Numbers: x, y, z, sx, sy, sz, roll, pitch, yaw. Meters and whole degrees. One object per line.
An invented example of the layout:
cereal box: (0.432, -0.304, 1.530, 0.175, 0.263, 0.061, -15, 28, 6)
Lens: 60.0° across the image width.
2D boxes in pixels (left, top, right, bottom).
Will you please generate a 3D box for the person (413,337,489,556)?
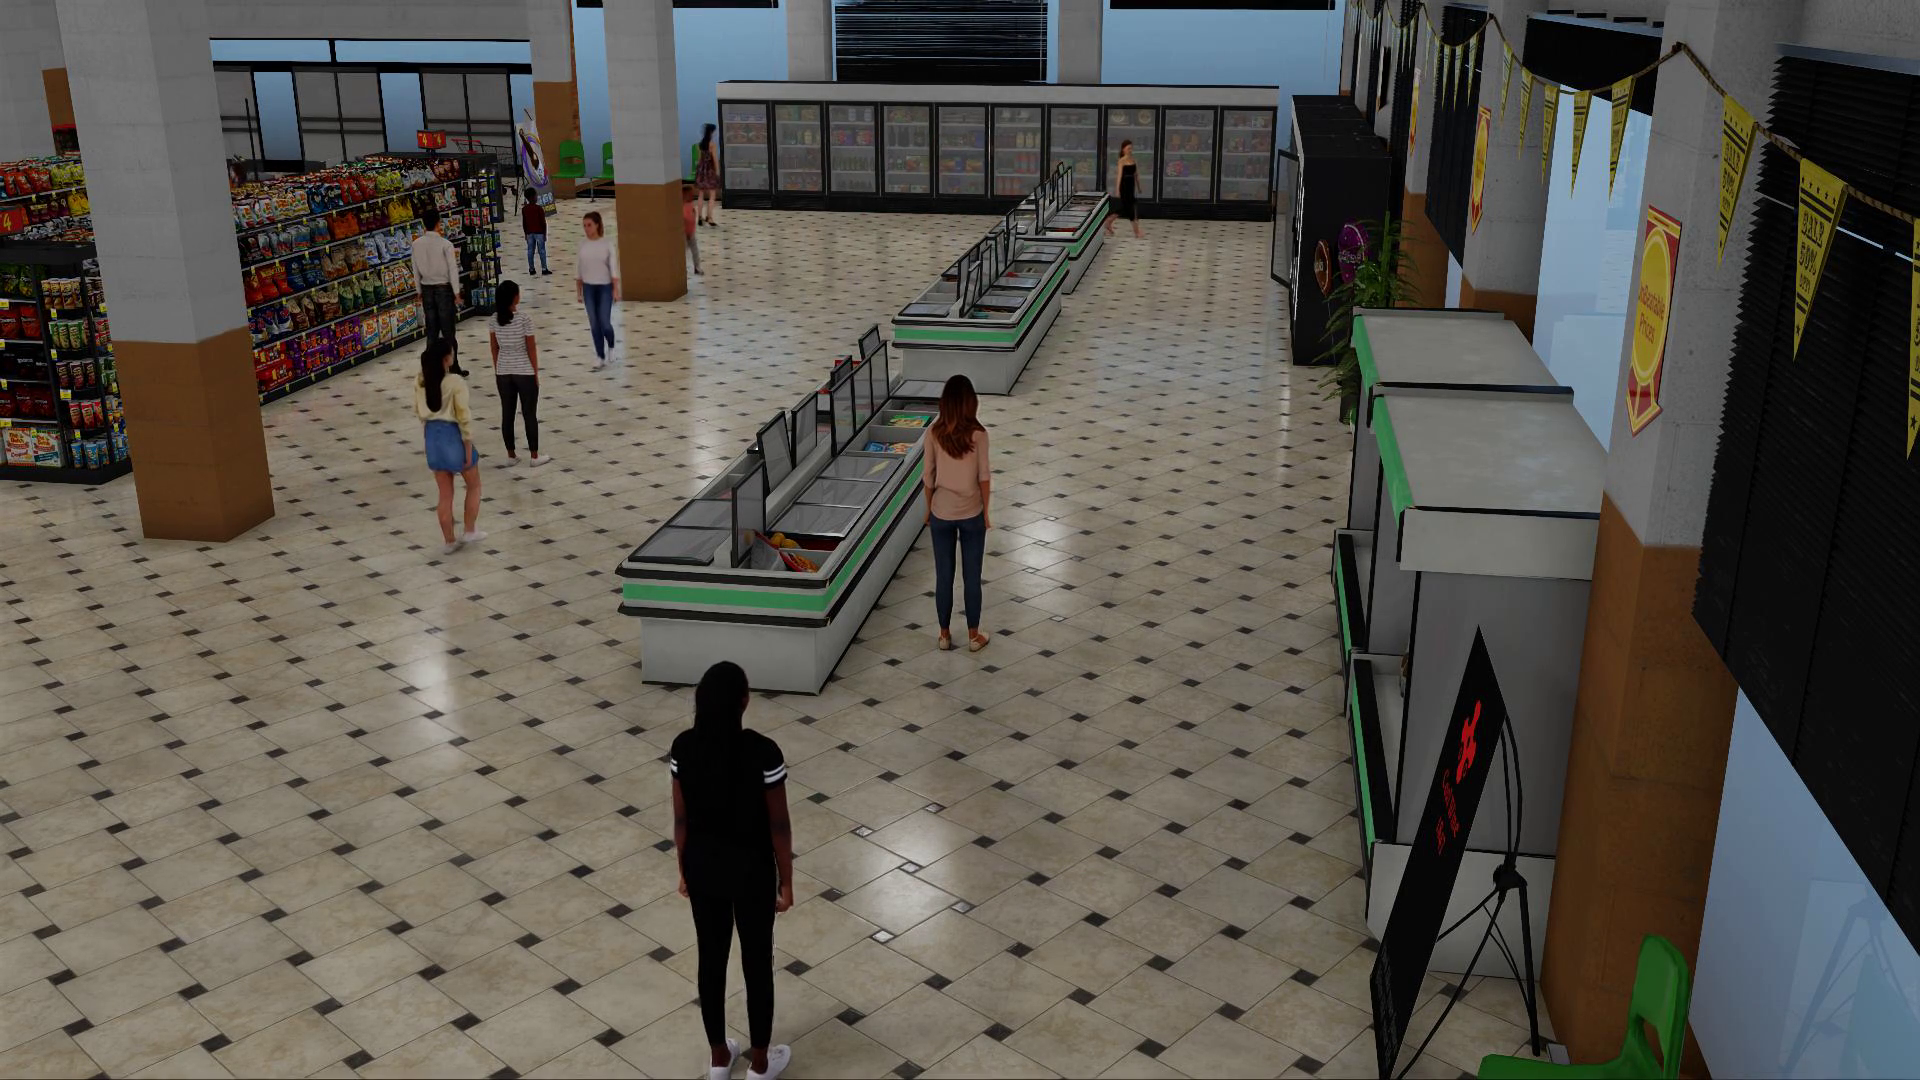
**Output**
person: (-3.839, -0.670, 12.296, 0.635, 1.619, 0.593, 4, 19, 11)

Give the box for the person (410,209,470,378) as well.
person: (-5.595, -2.631, 17.812, 0.650, 1.811, 0.533, 4, 19, 11)

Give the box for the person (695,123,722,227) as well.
person: (-4.372, -6.315, 28.832, 0.805, 1.750, 0.859, 10, 21, 27)

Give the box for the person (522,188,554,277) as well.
person: (-6.163, -4.464, 24.121, 0.504, 1.253, 0.480, 4, 19, 11)

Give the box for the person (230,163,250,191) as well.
person: (-10.305, -4.660, 24.208, 1.111, 1.568, 1.020, -15, 24, -37)

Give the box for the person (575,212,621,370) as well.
person: (-3.952, -2.744, 18.305, 0.611, 1.709, 0.630, 3, 19, 9)

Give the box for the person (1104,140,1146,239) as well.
person: (2.700, -5.798, 27.568, 1.063, 1.579, 1.102, 15, 24, 37)

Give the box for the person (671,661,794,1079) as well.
person: (-0.877, 1.280, 6.346, 0.604, 1.725, 0.516, 4, 19, 11)

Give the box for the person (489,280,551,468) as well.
person: (-3.897, -1.461, 14.600, 0.561, 1.646, 0.507, 4, 19, 11)

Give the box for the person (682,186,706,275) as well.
person: (-3.993, -4.480, 24.128, 0.757, 1.278, 0.810, 9, 21, 25)

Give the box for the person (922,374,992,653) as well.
person: (-0.017, -0.164, 10.525, 0.583, 1.792, 0.517, 4, 19, 11)
